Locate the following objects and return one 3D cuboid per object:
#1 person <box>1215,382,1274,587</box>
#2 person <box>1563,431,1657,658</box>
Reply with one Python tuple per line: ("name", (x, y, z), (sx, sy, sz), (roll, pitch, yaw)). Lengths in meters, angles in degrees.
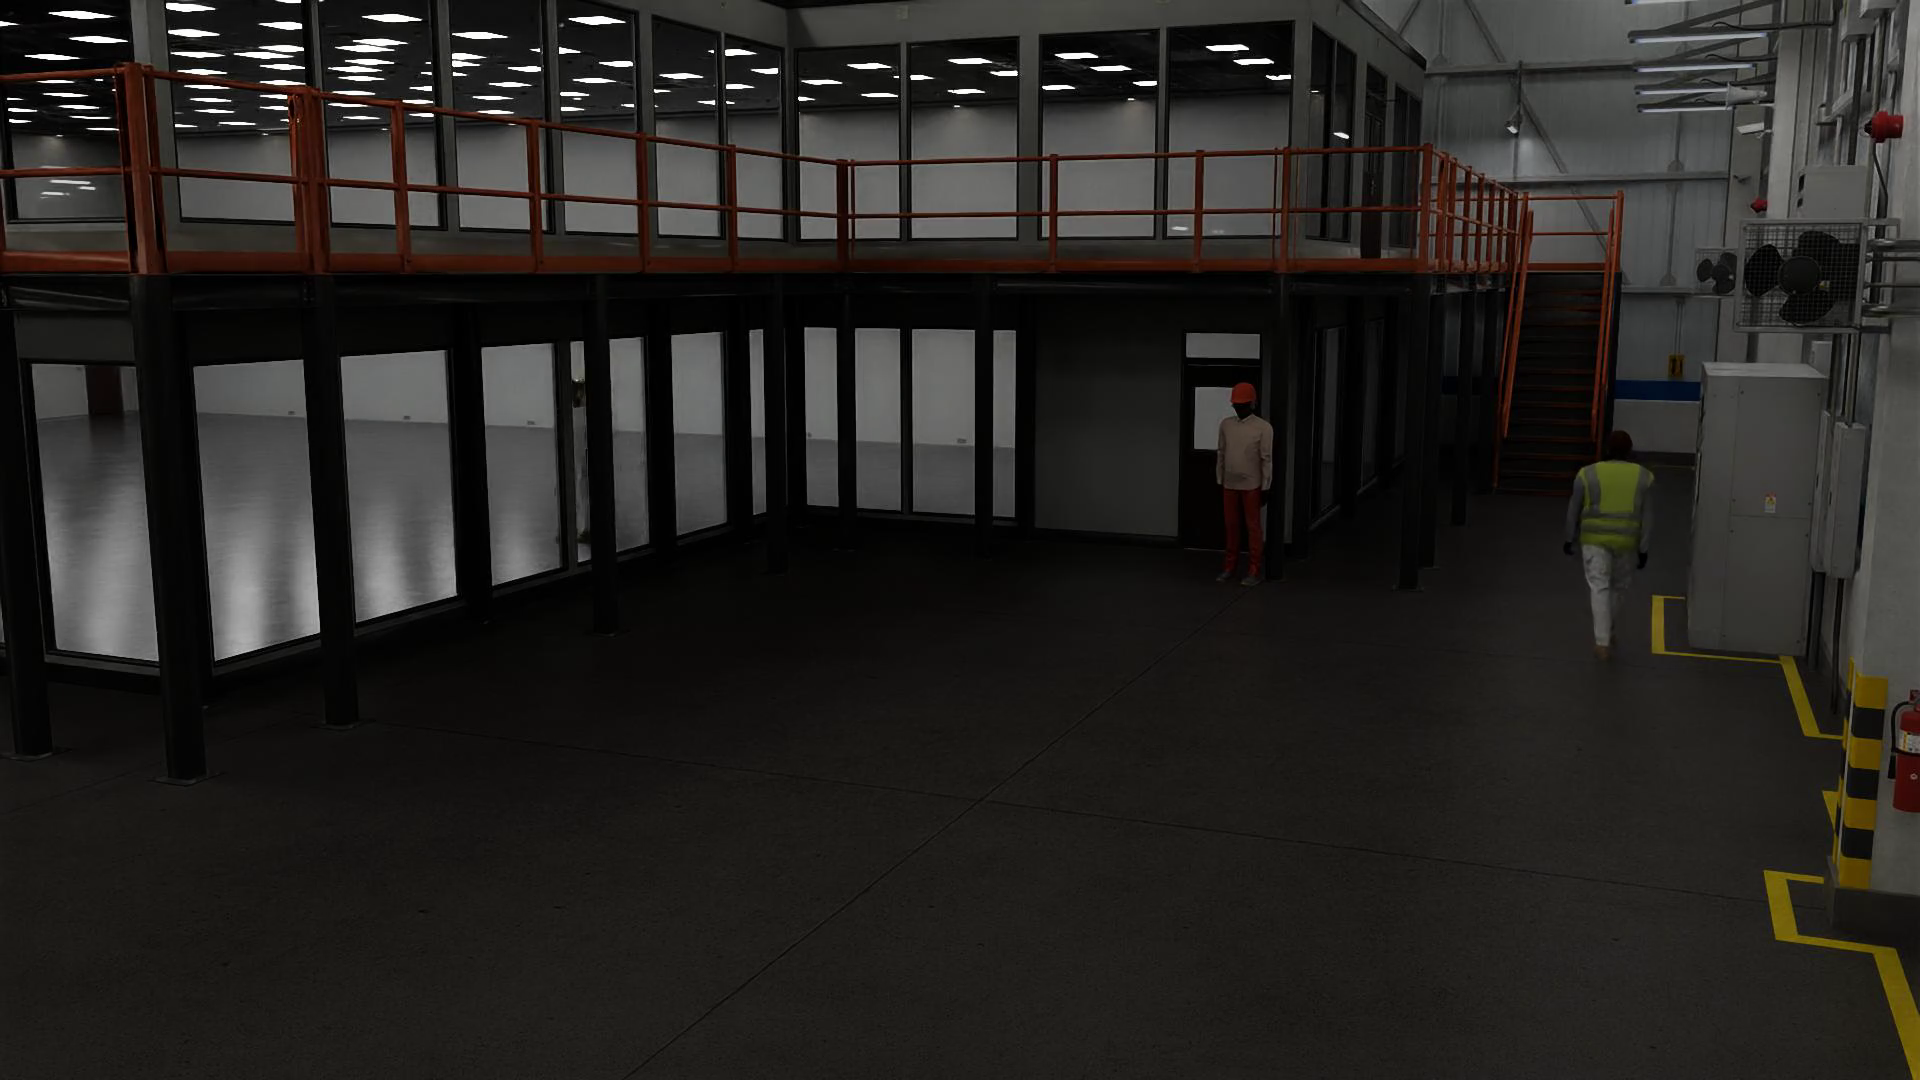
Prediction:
("person", (2.745, -0.543, 16.178), (0.612, 1.986, 0.407), (8, 12, 41))
("person", (5.176, 0.022, 13.290), (0.635, 1.792, 0.959), (2, 9, 10))
